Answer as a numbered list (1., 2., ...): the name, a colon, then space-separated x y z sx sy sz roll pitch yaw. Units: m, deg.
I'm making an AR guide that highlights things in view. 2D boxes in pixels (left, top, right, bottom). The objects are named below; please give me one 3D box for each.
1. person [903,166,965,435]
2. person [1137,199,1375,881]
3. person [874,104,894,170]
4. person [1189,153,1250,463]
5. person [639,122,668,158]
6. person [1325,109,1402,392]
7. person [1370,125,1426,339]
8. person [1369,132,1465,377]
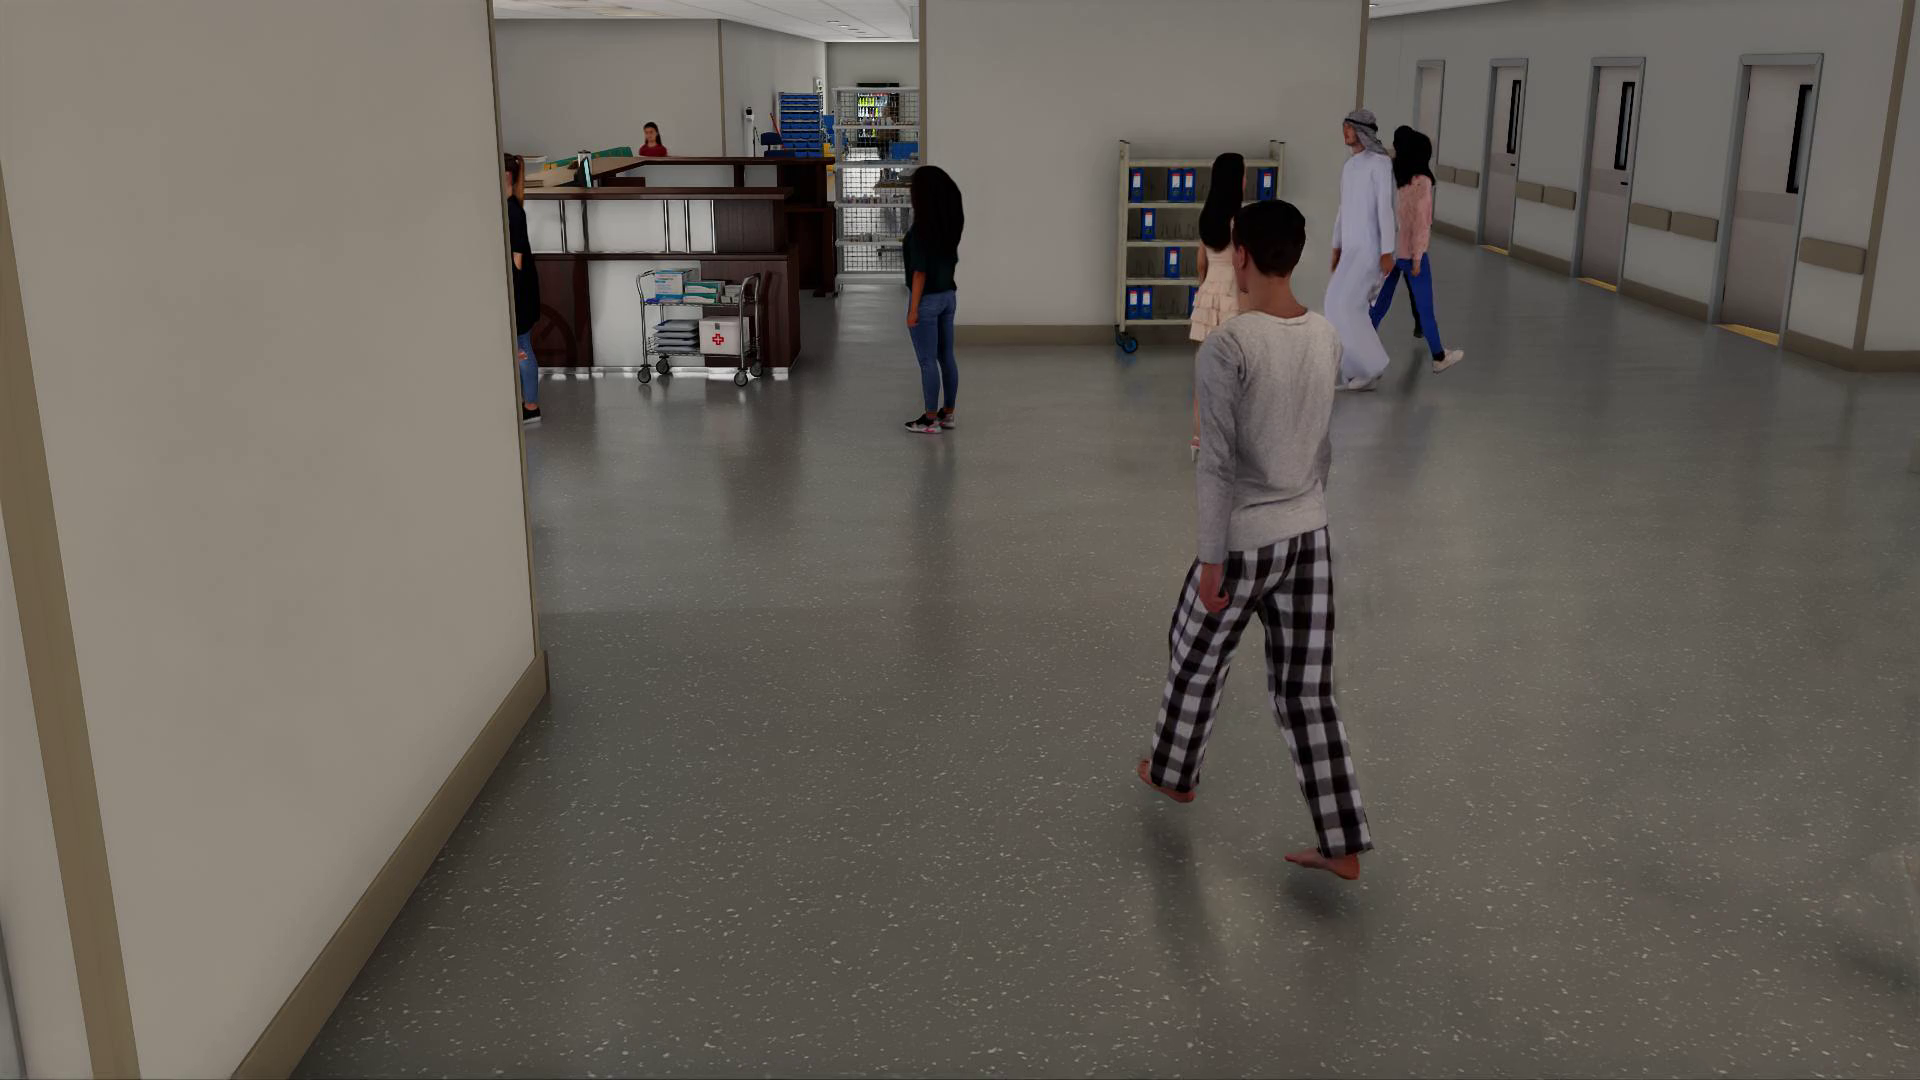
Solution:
1. person: -0.165 -1.474 10.215 0.760 1.616 0.713 12 20 36
2. person: 0.883 0.055 4.472 1.206 1.790 1.038 -7 17 -25
3. person: -1.720 -9.010 37.263 0.788 1.444 0.684 1 16 5
4. person: 1.456 -1.286 9.330 0.663 1.735 0.661 -7 17 -25
5. person: -3.872 -4.531 21.197 0.551 1.540 0.602 0 16 -1
6. person: 2.839 -1.964 11.406 0.837 1.913 0.782 -4 16 -14
7. person: 3.460 -2.419 13.402 1.147 1.706 1.202 15 22 43
8. person: 3.046 -1.945 11.715 1.253 1.710 1.000 -8 17 -25
